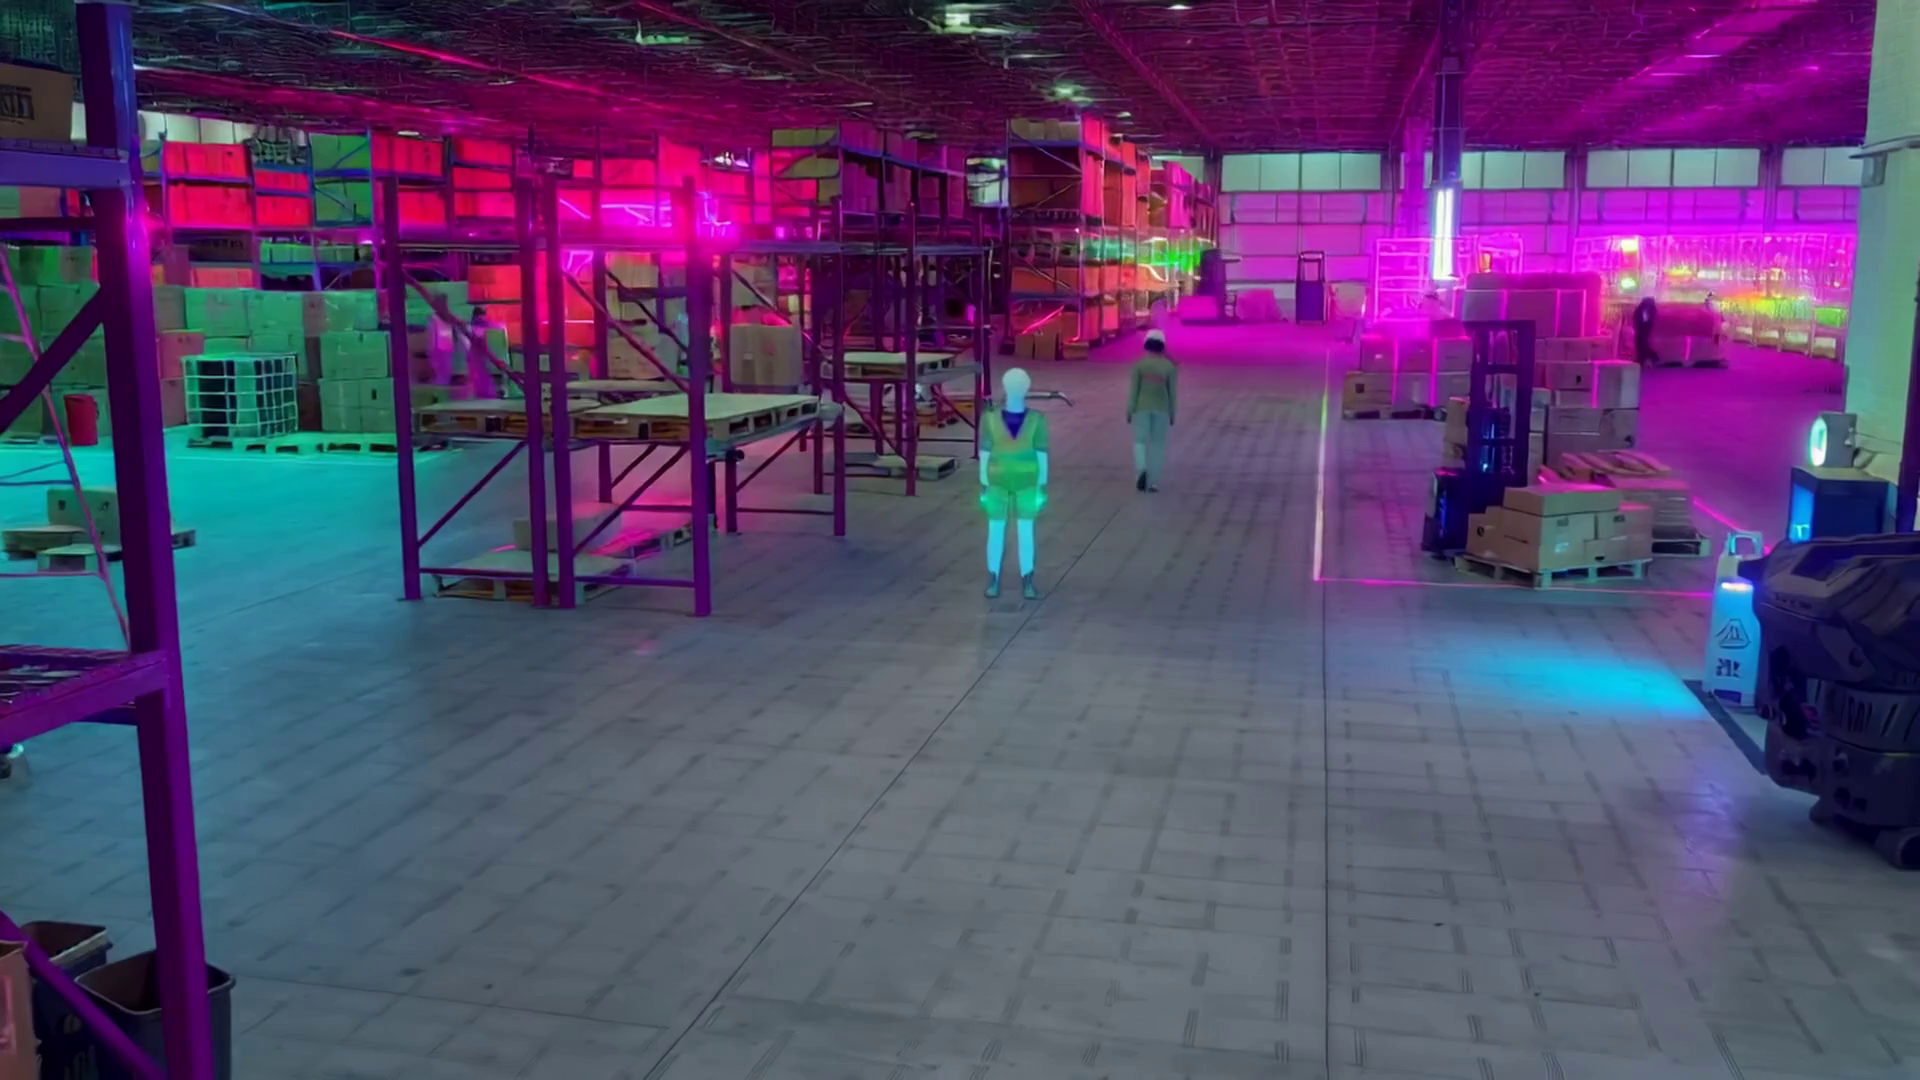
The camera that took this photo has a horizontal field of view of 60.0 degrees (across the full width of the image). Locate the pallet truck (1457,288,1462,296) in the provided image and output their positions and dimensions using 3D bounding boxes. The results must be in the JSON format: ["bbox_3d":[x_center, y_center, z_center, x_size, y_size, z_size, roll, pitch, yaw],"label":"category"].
[{"bbox_3d":[20.506,-9.785,68.819,0.653,1.274,1.630,2,10,12],"label":"pallet truck"}]

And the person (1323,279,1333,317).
[{"bbox_3d":[15.642,-10.290,70.822,0.499,1.634,0.279,-2,10,-11],"label":"person"}]

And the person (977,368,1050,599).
[{"bbox_3d":[0.389,-0.408,12.135,0.532,1.692,0.320,0,10,0],"label":"person"}]

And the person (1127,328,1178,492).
[{"bbox_3d":[2.043,-1.375,17.677,0.547,1.751,0.390,1,10,6],"label":"person"}]

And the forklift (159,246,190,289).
[{"bbox_3d":[-20.757,-6.398,44.094,1.129,2.768,1.873,8,13,40],"label":"forklift"}]

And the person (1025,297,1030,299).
[{"bbox_3d":[2.403,-7.711,55.471,0.550,1.643,0.890,3,10,20],"label":"person"}]

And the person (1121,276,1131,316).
[{"bbox_3d":[5.830,-8.454,59.254,1.044,1.891,0.625,-3,10,-18],"label":"person"}]

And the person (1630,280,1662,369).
[{"bbox_3d":[15.373,-4.833,37.310,0.636,2.000,0.698,4,10,21],"label":"person"}]

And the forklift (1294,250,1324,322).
[{"bbox_3d":[13.778,-10.002,65.433,1.129,2.768,1.873,2,10,12],"label":"forklift"}]

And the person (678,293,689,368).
[{"bbox_3d":[-5.044,-3.699,31.031,0.922,1.907,0.543,9,13,42],"label":"person"}]

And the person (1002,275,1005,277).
[{"bbox_3d":[2.289,-13.433,88.696,0.560,1.877,1.045,0,10,-2],"label":"person"}]

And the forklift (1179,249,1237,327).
[{"bbox_3d":[9.115,-9.255,61.009,1.873,2.768,1.129,-5,11,-25],"label":"forklift"}]

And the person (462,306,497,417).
[{"bbox_3d":[-6.984,-2.502,24.228,0.967,1.793,0.537,5,11,28],"label":"person"}]

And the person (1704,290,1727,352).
[{"bbox_3d":[20.253,-5.894,44.687,0.553,1.651,0.864,2,10,13],"label":"person"}]

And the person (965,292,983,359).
[{"bbox_3d":[0.430,-5.329,41.290,0.558,1.671,0.656,-3,10,-19],"label":"person"}]

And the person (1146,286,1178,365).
[{"bbox_3d":[4.242,-4.423,35.252,0.673,1.917,0.559,-1,10,-5],"label":"person"}]

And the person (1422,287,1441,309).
[{"bbox_3d":[11.656,-5.374,41.243,0.594,1.801,0.866,-8,12,-39],"label":"person"}]

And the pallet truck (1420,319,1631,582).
[{"bbox_3d":[4.543,-0.757,13.299,0.823,1.965,1.885,-4,10,-22],"label":"pallet truck"}]

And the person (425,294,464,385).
[{"bbox_3d":[-8.619,-3.150,27.782,0.446,1.901,0.615,5,11,27],"label":"person"}]
